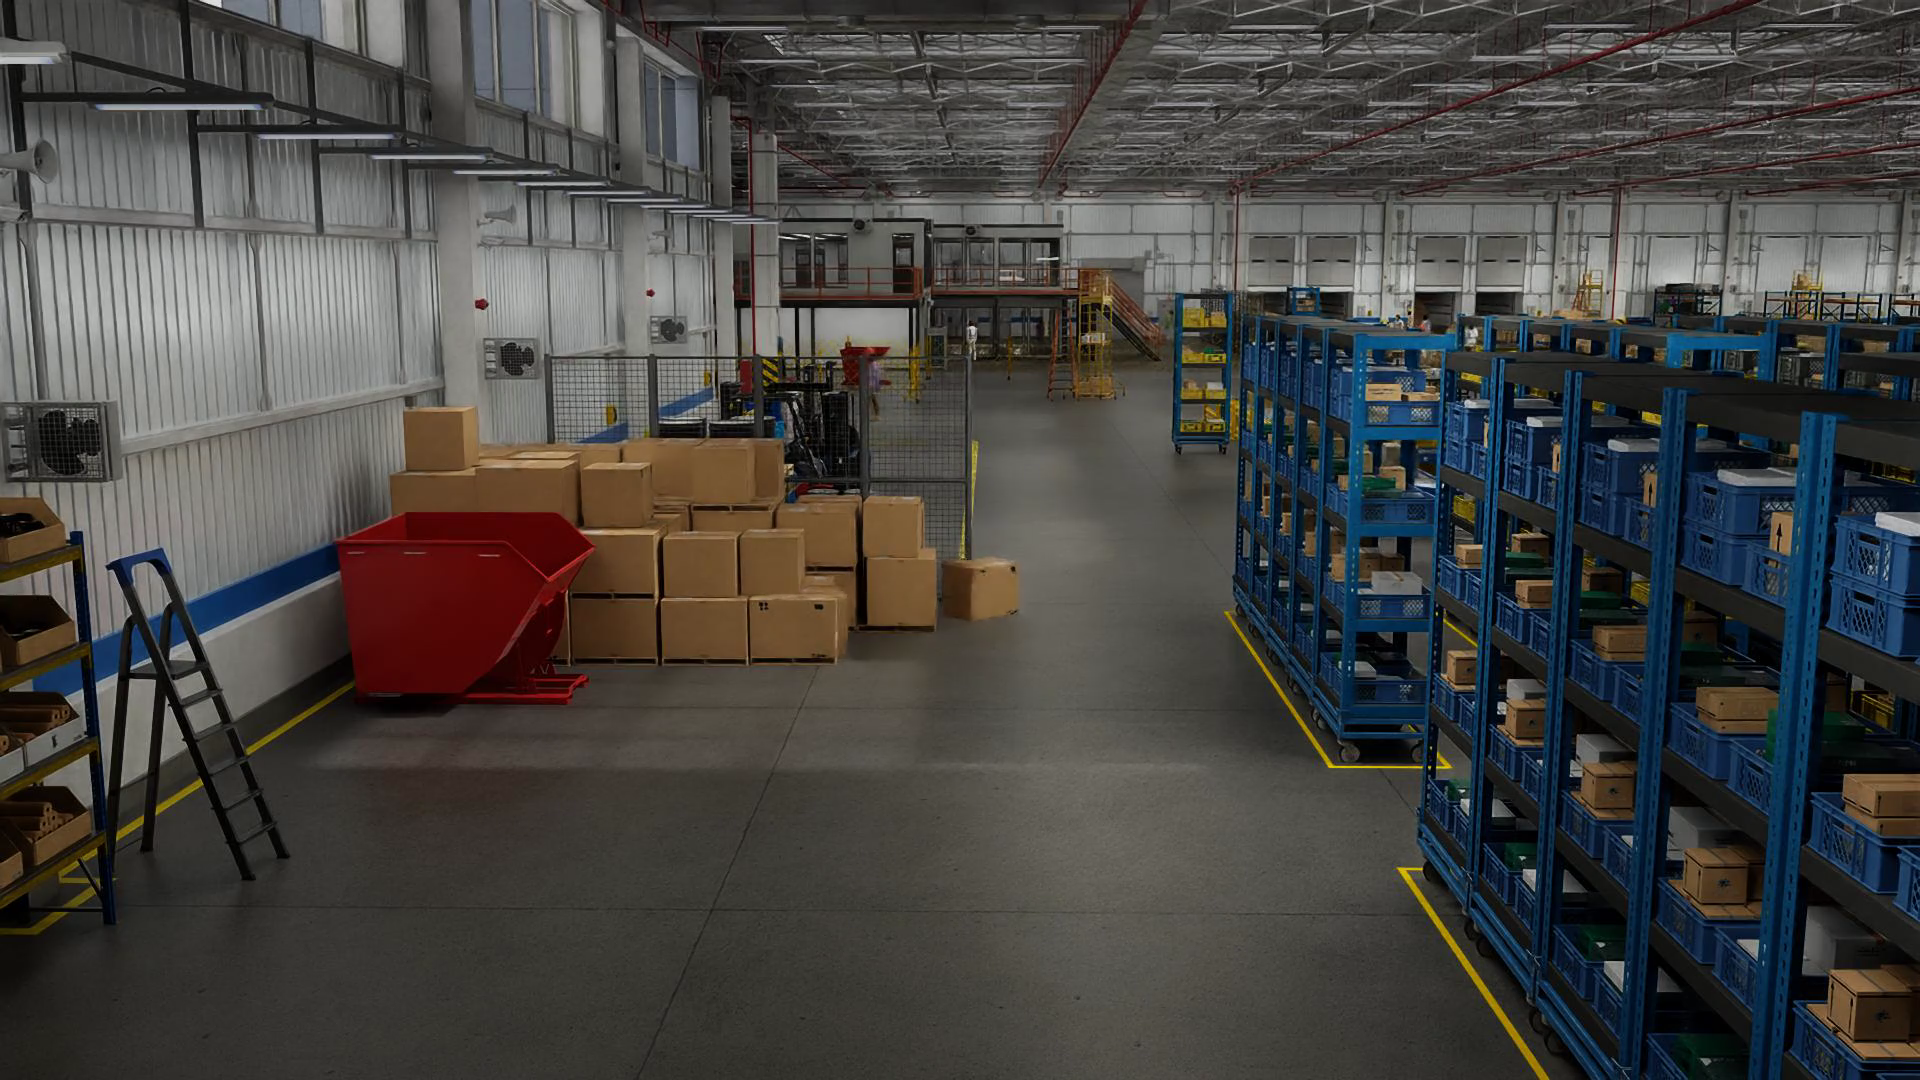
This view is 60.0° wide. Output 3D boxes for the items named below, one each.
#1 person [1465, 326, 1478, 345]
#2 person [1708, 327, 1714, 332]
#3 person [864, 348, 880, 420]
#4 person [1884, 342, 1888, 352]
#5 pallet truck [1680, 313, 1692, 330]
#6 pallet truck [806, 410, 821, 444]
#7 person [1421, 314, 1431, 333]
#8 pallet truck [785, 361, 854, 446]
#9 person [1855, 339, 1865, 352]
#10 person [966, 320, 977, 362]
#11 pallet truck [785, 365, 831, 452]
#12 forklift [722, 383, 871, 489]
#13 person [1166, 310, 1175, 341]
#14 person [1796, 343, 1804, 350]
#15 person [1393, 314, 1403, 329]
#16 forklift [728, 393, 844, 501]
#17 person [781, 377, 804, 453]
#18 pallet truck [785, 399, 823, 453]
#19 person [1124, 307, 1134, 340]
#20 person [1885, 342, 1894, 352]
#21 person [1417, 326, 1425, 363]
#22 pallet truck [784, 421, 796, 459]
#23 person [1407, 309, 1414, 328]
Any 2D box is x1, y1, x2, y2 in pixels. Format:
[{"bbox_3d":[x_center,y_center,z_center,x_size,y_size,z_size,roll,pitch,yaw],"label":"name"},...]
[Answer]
[{"bbox_3d":[22.608,-8.758,73.628,0.540,1.908,0.956,-3,10,-15],"label":"person"},{"bbox_3d":[29.919,-7.677,66.503,0.901,2.000,0.686,4,10,25],"label":"person"},{"bbox_3d":[-2.500,-4.207,45.169,0.795,2.013,0.635,-3,10,-15],"label":"person"},{"bbox_3d":[34.690,-6.852,61.994,0.699,1.855,0.524,-3,10,-18],"label":"person"},{"bbox_3d":[36.315,-10.531,84.244,0.823,1.965,1.885,-6,11,-33],"label":"pallet truck"},{"bbox_3d":[-3.559,-2.018,33.905,1.522,1.261,0.704,0,9,-1],"label":"pallet truck"},{"bbox_3d":[24.384,-10.920,87.158,0.449,1.832,0.627,-4,10,-25],"label":"person"},{"bbox_3d":[-3.410,-3.193,38.978,1.885,1.965,0.823,0,9,-1],"label":"pallet truck"},{"bbox_3d":[31.304,-6.263,58.023,0.897,1.971,0.621,7,12,37],"label":"person"},{"bbox_3d":[0.504,-8.947,74.827,0.575,1.883,0.355,-7,12,-37],"label":"person"},{"bbox_3d":[-3.774,-2.976,37.635,1.885,1.965,0.823,1,9,5],"label":"pallet truck"},{"bbox_3d":[-2.893,-1.687,28.729,2.680,1.987,1.157,0,9,-1],"label":"forklift"},{"bbox_3d":[12.361,-12.446,96.632,0.876,1.806,0.644,-6,11,-34],"label":"person"},{"bbox_3d":[27.783,-5.648,54.993,0.524,1.731,0.899,1,9,7],"label":"person"},{"bbox_3d":[21.869,-10.318,83.109,0.373,1.940,0.628,-5,10,-27],"label":"person"},{"bbox_3d":[-2.979,-1.316,26.476,2.680,1.987,1.157,0,9,1],"label":"forklift"},{"bbox_3d":[-3.581,-2.498,35.115,0.394,1.873,0.711,4,10,25],"label":"person"},{"bbox_3d":[-3.814,-2.432,36.419,1.630,1.274,0.653,0,9,1],"label":"pallet truck"},{"bbox_3d":[9.959,-12.746,98.049,0.602,1.950,0.380,-4,10,-22],"label":"person"},{"bbox_3d":[32.813,-6.325,58.392,0.613,1.963,0.361,6,11,33],"label":"person"},{"bbox_3d":[18.196,-7.566,66.222,0.875,1.905,0.570,-2,10,-15],"label":"person"},{"bbox_3d":[-4.013,-1.793,32.705,1.601,1.201,0.680,0,9,1],"label":"pallet truck"},{"bbox_3d":[25.597,-12.178,94.656,0.398,1.918,0.587,6,11,32],"label":"person"}]
